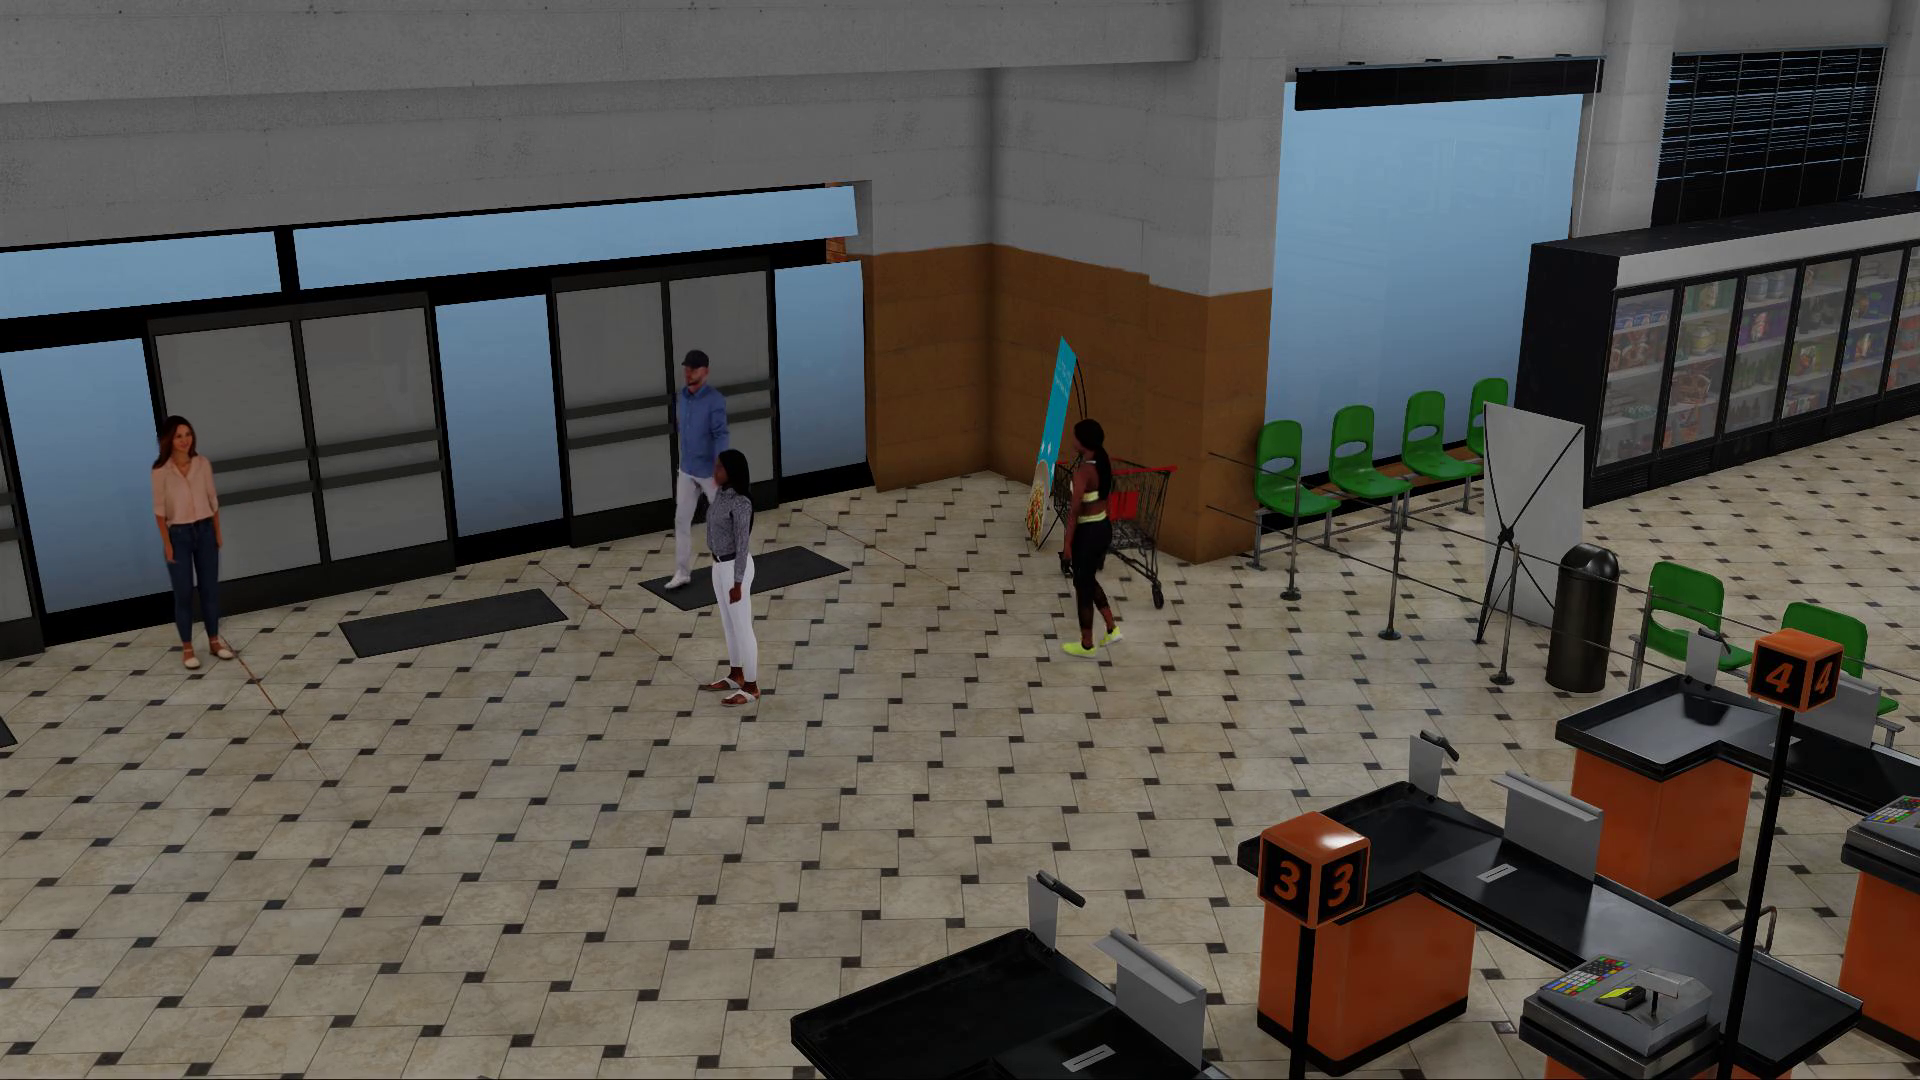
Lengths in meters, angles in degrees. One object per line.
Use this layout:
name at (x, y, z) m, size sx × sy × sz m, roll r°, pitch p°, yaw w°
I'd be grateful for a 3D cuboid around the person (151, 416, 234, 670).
person at (-5.349, -0.004, 11.553) m, size 0.620 × 1.790 × 0.572 m, roll -17°, pitch 25°, yaw -41°

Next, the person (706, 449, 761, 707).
person at (-1.498, 0.229, 10.964) m, size 0.669 × 1.725 × 0.491 m, roll -10°, pitch 21°, yaw -27°

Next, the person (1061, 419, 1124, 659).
person at (0.978, 0.020, 11.550) m, size 0.764 × 1.747 × 0.693 m, roll 14°, pitch 23°, yaw 36°

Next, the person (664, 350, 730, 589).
person at (-1.983, -0.587, 13.165) m, size 1.213 × 1.864 × 1.038 m, roll 11°, pitch 21°, yaw 29°
